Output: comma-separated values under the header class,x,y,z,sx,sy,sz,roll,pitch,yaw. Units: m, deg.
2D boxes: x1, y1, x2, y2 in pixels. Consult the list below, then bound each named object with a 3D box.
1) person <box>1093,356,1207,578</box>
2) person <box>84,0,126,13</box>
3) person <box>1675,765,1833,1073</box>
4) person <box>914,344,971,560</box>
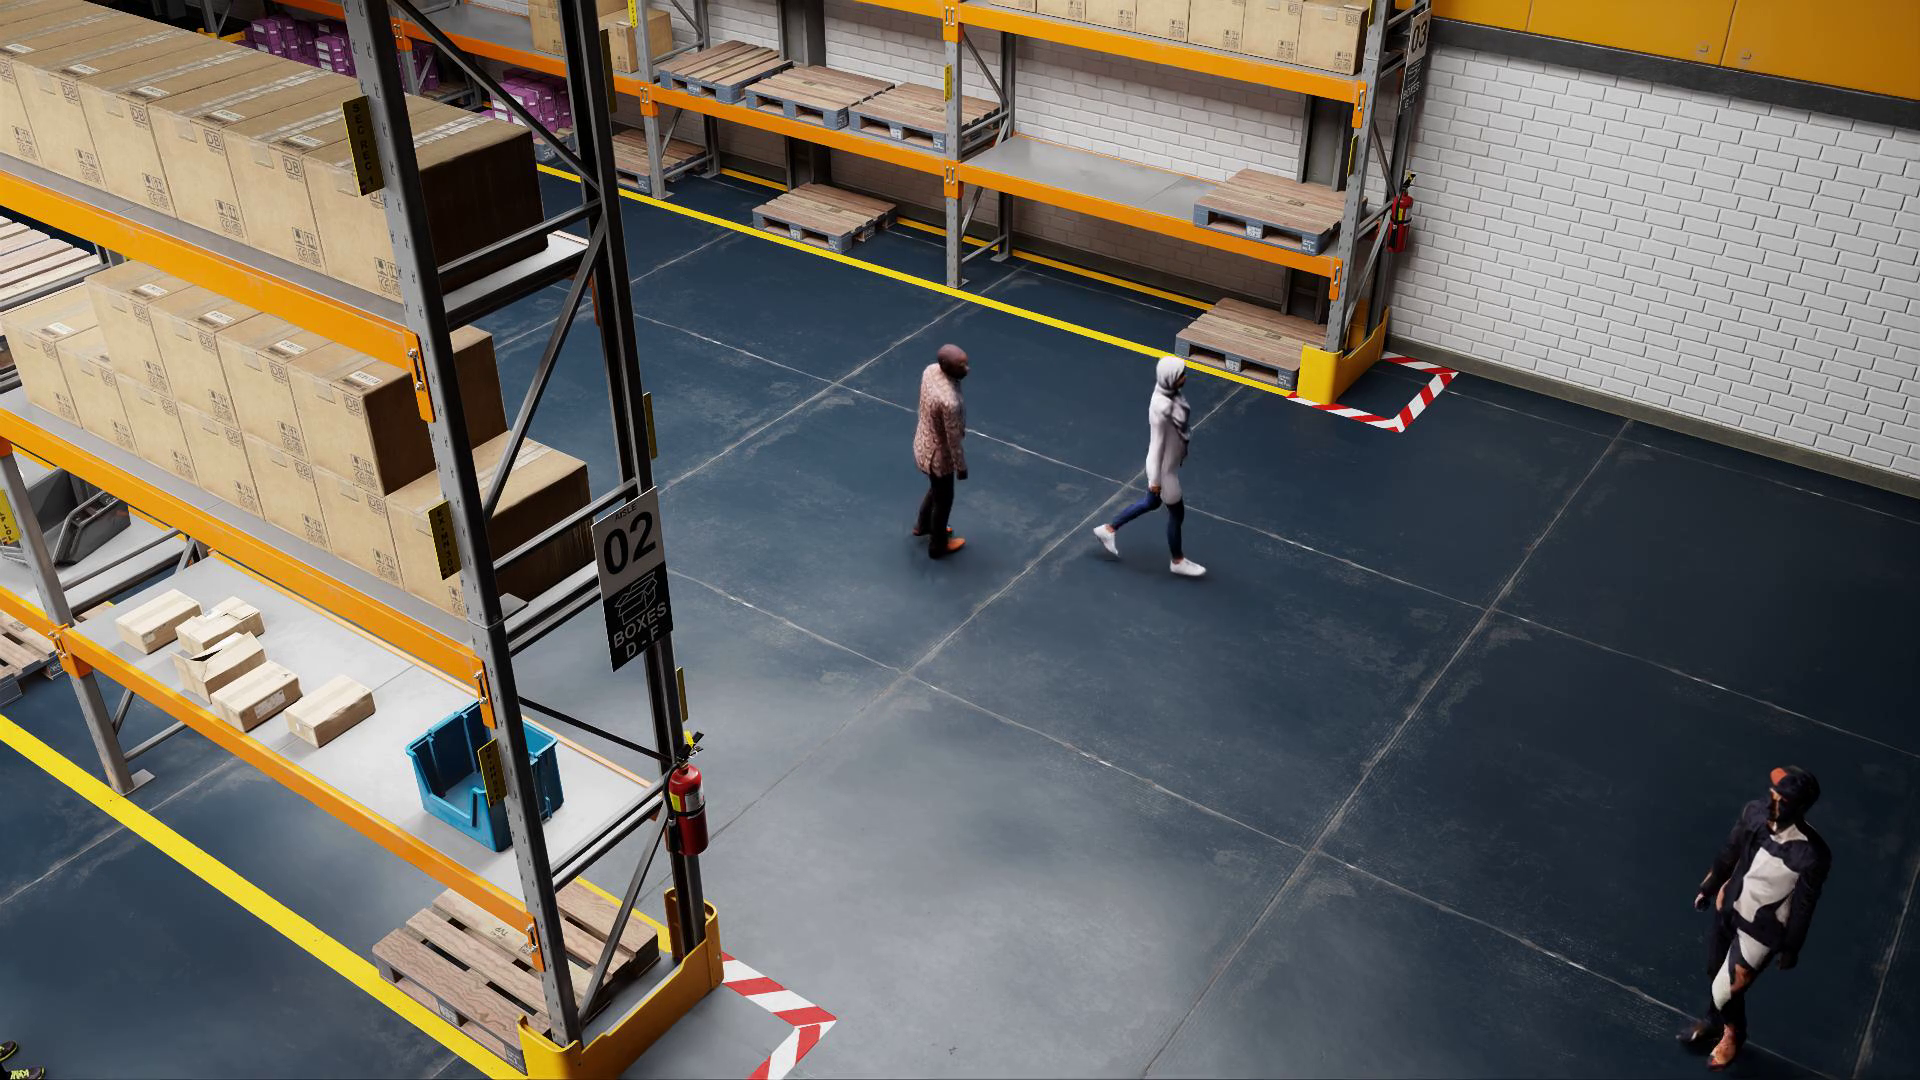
class,x,y,z,sx,sy,sz,roll,pitch,yaw
person,1.378,-0.531,11.944,1.177,1.749,0.871,9,35,13
person,-11.027,-6.820,21.446,0.677,1.703,0.666,-15,36,-21
person,3.988,1.859,8.233,0.884,1.876,0.799,-11,35,-15
person,-0.181,-0.636,12.061,0.895,1.793,0.804,-16,37,-22
